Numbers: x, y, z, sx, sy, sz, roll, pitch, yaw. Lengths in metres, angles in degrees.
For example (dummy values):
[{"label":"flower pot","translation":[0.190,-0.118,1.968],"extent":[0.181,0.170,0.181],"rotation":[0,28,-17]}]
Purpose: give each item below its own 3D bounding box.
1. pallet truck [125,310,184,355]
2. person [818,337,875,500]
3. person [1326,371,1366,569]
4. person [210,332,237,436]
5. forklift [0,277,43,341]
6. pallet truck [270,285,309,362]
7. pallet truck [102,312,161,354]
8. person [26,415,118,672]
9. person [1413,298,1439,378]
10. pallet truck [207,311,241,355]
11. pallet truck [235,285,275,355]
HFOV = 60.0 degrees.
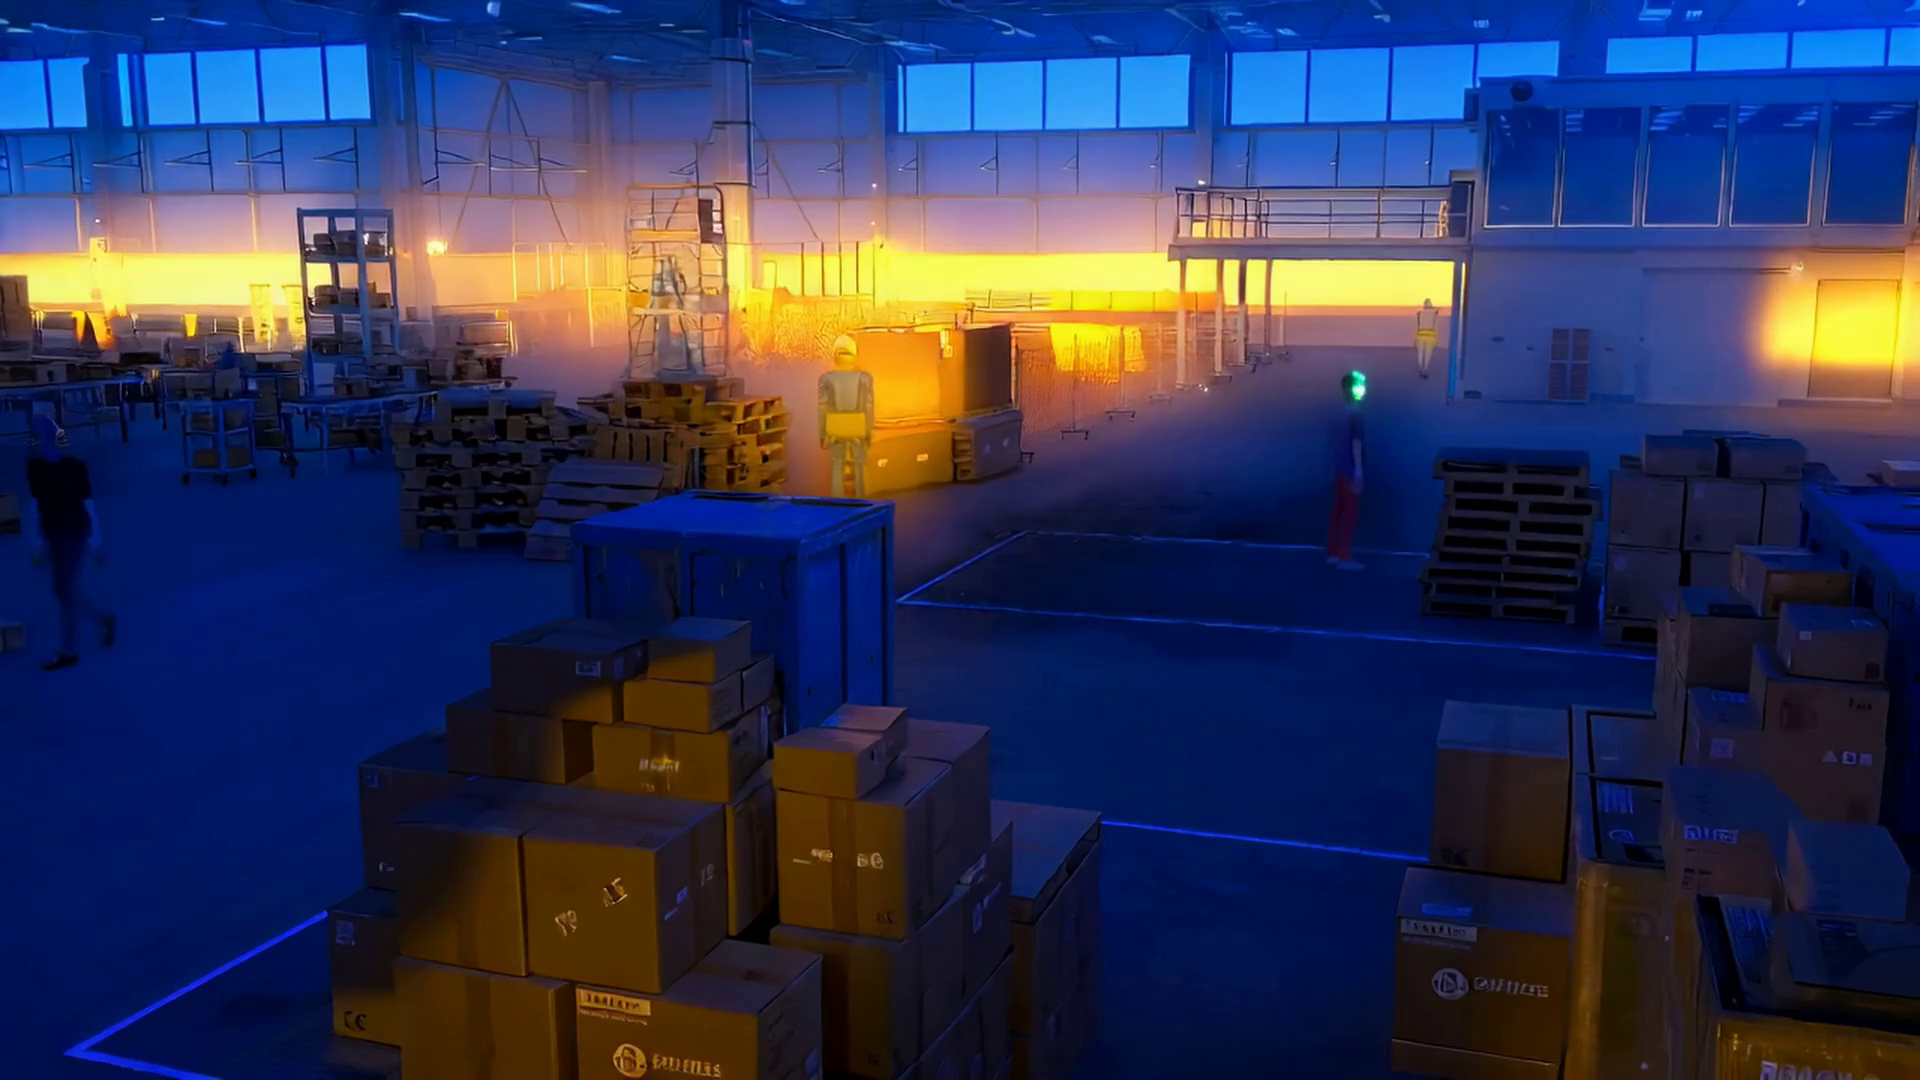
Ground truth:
[{"label":"pallet truck","translation":[-22.038,-5.665,45.457],"extent":[0.704,1.261,1.522],"rotation":[3,11,17]},{"label":"person","translation":[-1.227,-1.176,18.054],"extent":[0.608,2.044,0.377],"rotation":[-1,10,-4]},{"label":"person","translation":[3.649,-0.650,15.624],"extent":[0.333,1.861,0.506],"rotation":[-3,10,-16]},{"label":"person","translation":[-10.687,-2.127,24.186],"extent":[0.306,1.772,0.525],"rotation":[0,10,1]},{"label":"forklift","translation":[-27.151,-6.329,46.328],"extent":[1.157,1.987,2.680],"rotation":[3,11,17]},{"label":"pallet truck","translation":[-17.147,-5.700,43.663],"extent":[0.823,1.965,1.885],"rotation":[3,11,17]},{"label":"pallet truck","translation":[-23.057,-5.777,46.261],"extent":[0.680,1.201,1.601],"rotation":[3,11,19]},{"label":"person","translation":[-6.451,-0.015,12.087],"extent":[0.529,1.847,0.762],"rotation":[3,11,18]},{"label":"person","translation":[10.667,-4.620,38.081],"extent":[0.570,1.831,1.010],"rotation":[4,11,19]},{"label":"pallet truck","translation":[-19.537,-5.575,44.913],"extent":[0.653,1.274,1.630],"rotation":[3,11,19]},{"label":"pallet truck","translation":[-18.327,-5.835,44.421],"extent":[0.823,1.965,1.885],"rotation":[4,11,23]}]
